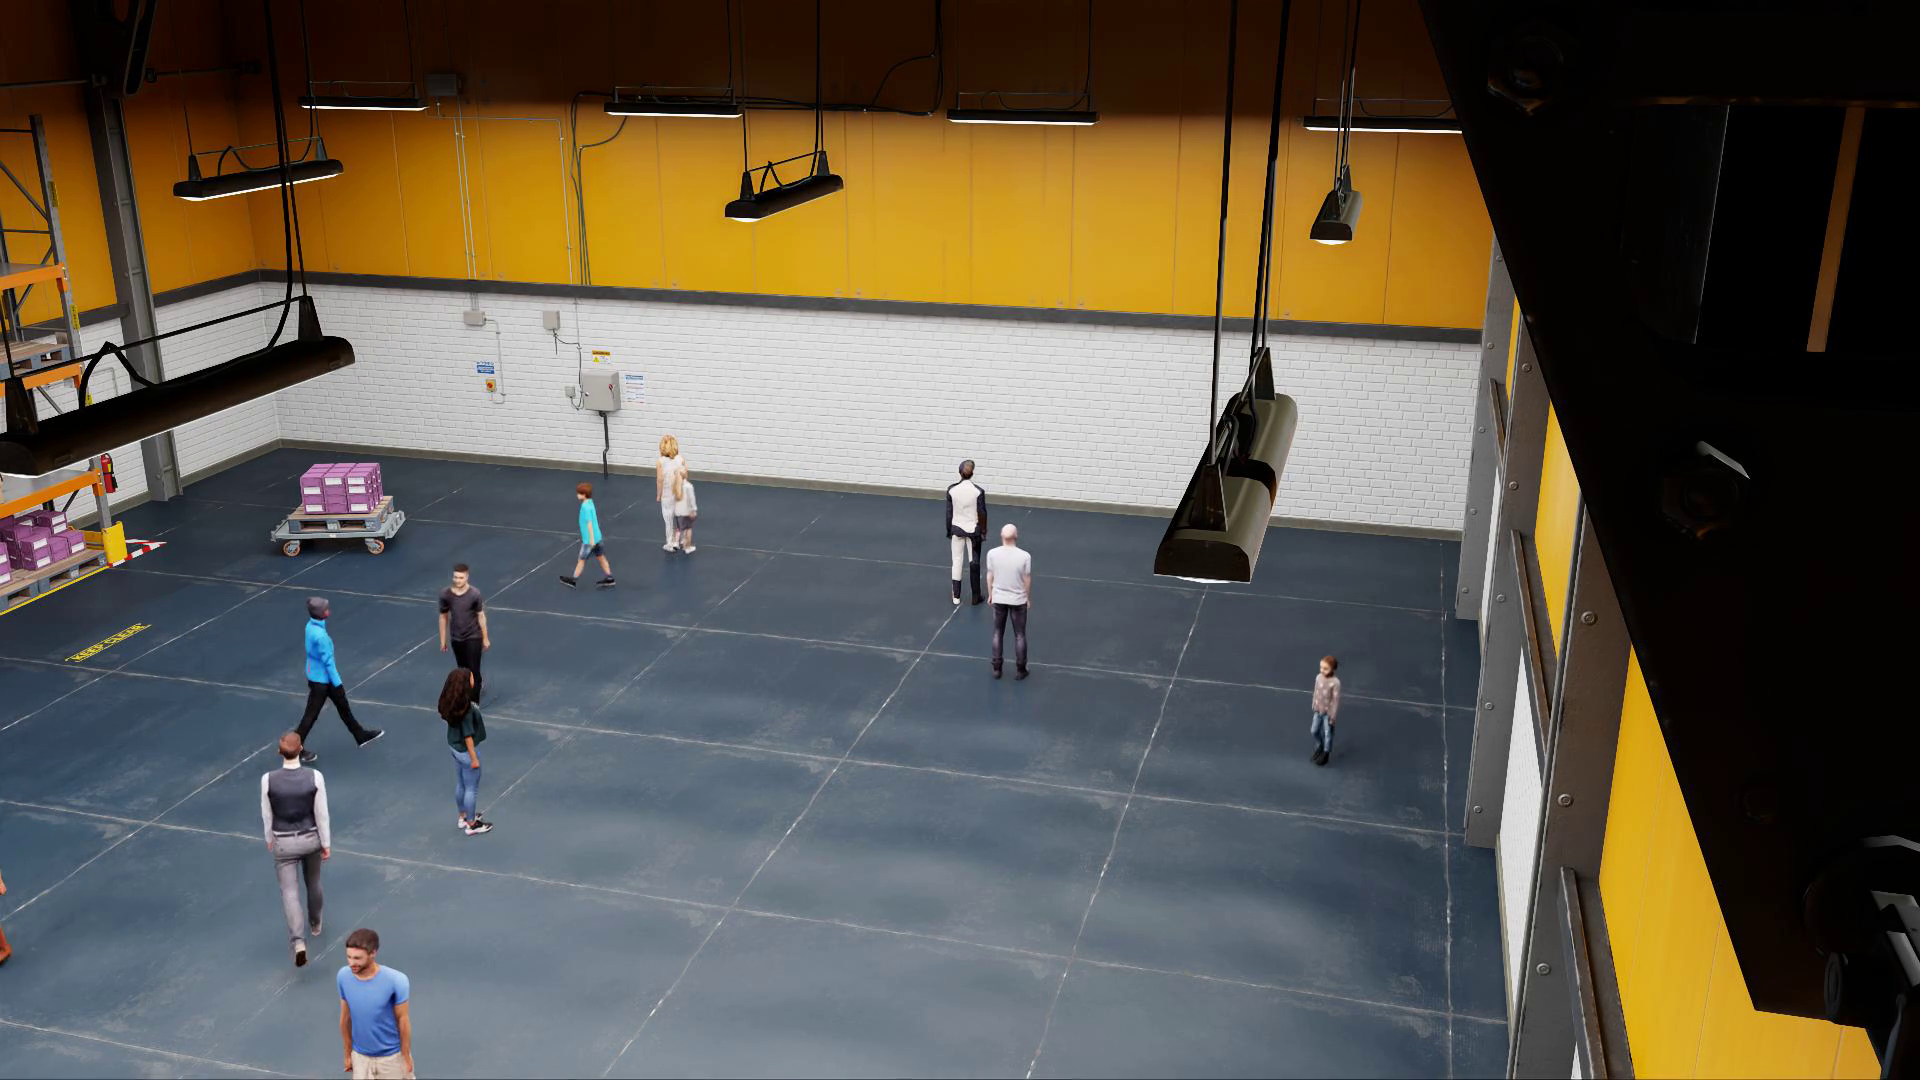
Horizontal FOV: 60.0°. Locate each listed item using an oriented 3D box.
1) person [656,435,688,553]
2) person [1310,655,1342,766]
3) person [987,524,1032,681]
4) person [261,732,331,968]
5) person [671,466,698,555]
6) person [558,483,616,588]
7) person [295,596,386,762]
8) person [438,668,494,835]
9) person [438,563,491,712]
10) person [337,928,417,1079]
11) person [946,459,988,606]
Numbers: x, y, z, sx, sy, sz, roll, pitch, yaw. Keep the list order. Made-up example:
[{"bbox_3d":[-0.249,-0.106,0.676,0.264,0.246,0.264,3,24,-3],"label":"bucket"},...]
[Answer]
[{"bbox_3d":[-4.018,-0.663,23.212,0.683,1.670,0.739,-10,21,-27],"label":"person"},{"bbox_3d":[3.756,1.713,16.913,0.601,1.188,0.568,-15,24,-37],"label":"person"},{"bbox_3d":[0.555,0.697,18.923,0.647,1.831,0.574,4,19,13],"label":"person"},{"bbox_3d":[-5.370,2.497,13.456,1.105,1.908,1.271,-7,20,-20],"label":"person"},{"bbox_3d":[-3.861,-0.398,23.058,0.567,1.267,0.647,9,20,24],"label":"person"},{"bbox_3d":[-4.754,-0.042,21.771,0.774,1.415,0.933,-1,19,-3],"label":"person"},{"bbox_3d":[-6.552,1.457,16.816,1.246,1.735,1.171,-11,22,-29],"label":"person"},{"bbox_3d":[-4.619,1.958,15.515,0.754,1.616,0.704,-13,23,-35],"label":"person"},{"bbox_3d":[-5.352,1.044,18.069,0.799,1.719,1.087,2,19,7],"label":"person"},{"bbox_3d":[-3.821,3.363,10.958,0.676,1.863,0.588,2,19,7],"label":"person"},{"bbox_3d":[0.077,-0.105,21.210,0.701,1.891,0.591,3,19,10],"label":"person"}]
